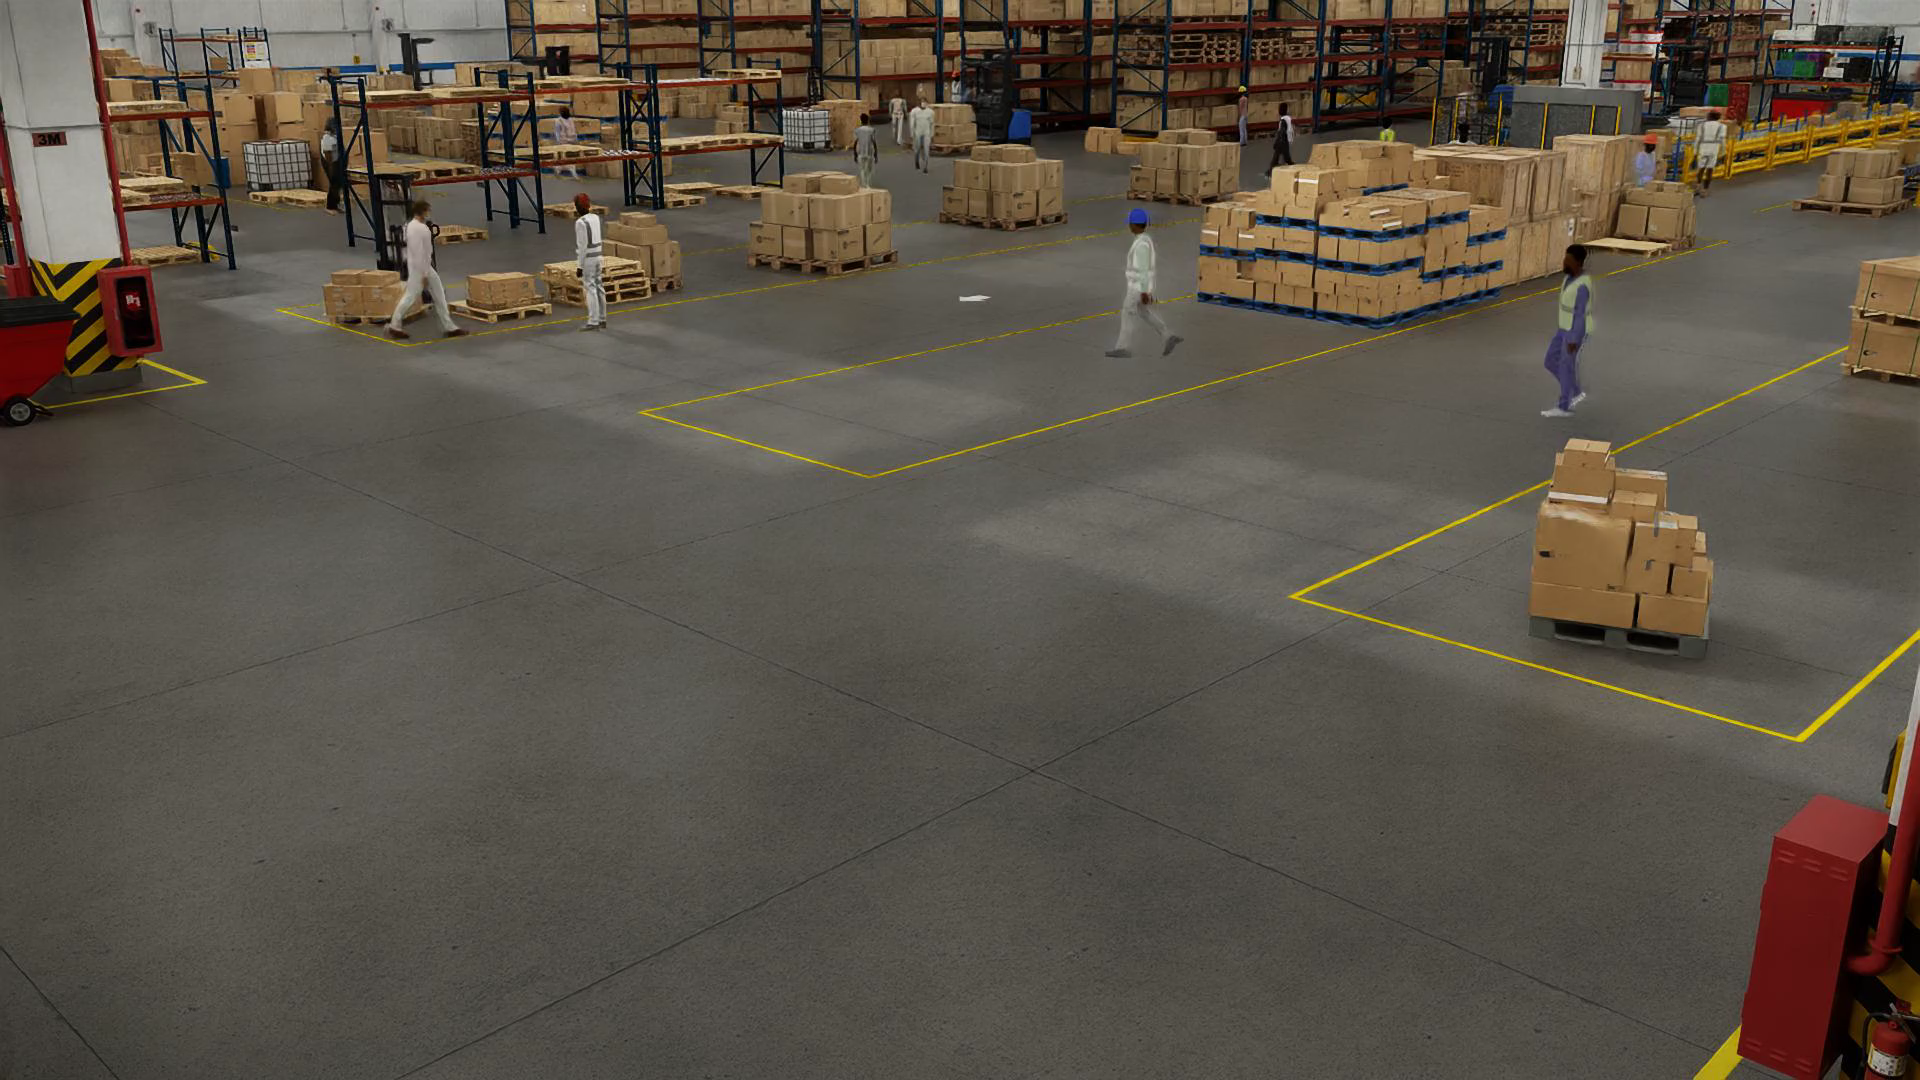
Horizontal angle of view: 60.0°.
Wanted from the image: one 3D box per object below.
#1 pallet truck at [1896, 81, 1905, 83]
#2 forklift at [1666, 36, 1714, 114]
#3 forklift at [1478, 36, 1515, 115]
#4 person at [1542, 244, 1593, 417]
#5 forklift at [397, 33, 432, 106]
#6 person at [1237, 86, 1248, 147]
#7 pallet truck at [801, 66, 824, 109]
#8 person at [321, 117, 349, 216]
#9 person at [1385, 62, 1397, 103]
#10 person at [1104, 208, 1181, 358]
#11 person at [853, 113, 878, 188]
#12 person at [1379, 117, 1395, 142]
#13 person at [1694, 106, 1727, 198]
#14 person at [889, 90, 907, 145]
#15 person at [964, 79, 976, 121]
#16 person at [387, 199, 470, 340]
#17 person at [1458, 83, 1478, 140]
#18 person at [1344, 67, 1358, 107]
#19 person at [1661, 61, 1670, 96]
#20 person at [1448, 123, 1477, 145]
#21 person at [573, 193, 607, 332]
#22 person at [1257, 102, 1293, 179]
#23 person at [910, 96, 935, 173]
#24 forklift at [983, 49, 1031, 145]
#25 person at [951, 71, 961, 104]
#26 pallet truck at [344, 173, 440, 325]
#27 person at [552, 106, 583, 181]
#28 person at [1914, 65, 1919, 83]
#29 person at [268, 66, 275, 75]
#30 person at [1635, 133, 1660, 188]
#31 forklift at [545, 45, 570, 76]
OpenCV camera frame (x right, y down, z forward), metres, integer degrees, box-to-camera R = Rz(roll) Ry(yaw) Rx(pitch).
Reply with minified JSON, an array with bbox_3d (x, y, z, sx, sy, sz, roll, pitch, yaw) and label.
[{"bbox_3d":[34.802,-16.331,61.455,0.653,1.274,1.630,17,25,41],"label":"pallet truck"},{"bbox_3d":[27.341,-17.291,61.877,1.129,2.768,1.873,17,25,41],"label":"forklift"},{"bbox_3d":[19.973,-17.201,61.605,1.873,2.768,1.129,16,24,40],"label":"forklift"},{"bbox_3d":[6.649,-2.275,18.156,0.448,1.905,0.626,1,18,4],"label":"person"},{"bbox_3d":[-21.918,-18.662,66.006,1.873,2.768,1.129,-5,19,-14],"label":"forklift"},{"bbox_3d":[8.396,-12.631,49.594,0.343,1.756,0.518,10,21,27],"label":"person"},{"bbox_3d":[-4.812,-15.182,56.903,0.823,1.965,1.885,-9,21,-26],"label":"pallet truck"},{"bbox_3d":[-12.965,-7.785,34.550,0.558,2.000,0.870,-4,19,-13],"label":"person"},{"bbox_3d":[15.746,-16.663,61.400,0.723,1.976,0.639,5,19,14],"label":"person"},{"bbox_3d":[2.346,-3.244,21.071,0.899,1.923,0.604,3,19,10],"label":"person"},{"bbox_3d":[-2.146,-8.759,37.795,0.563,1.836,0.844,0,18,-1],"label":"person"},{"bbox_3d":[9.884,-8.966,38.643,0.537,1.695,0.320,-17,25,-41],"label":"person"},{"bbox_3d":[16.883,-8.729,37.435,0.609,2.009,0.591,14,23,36],"label":"person"},{"bbox_3d":[-1.868,-12.767,50.256,0.516,1.596,0.850,2,18,5],"label":"person"},{"bbox_3d":[0.370,-13.104,50.831,1.042,1.873,0.640,-1,18,-4],"label":"person"},{"bbox_3d":[-7.231,-3.608,22.235,1.071,1.881,0.653,-2,18,-5],"label":"person"},{"bbox_3d":[14.893,-12.436,48.806,0.652,1.892,0.424,14,23,37],"label":"person"},{"bbox_3d":[15.265,-17.654,64.930,0.512,1.617,0.466,-6,19,-16],"label":"person"},{"bbox_3d":[29.995,-19.660,70.771,0.324,1.760,0.523,-3,19,-8],"label":"person"},{"bbox_3d":[10.043,-7.367,33.404,0.608,1.966,0.370,6,19,17],"label":"person"},{"bbox_3d":[-5.081,-3.802,22.791,0.354,1.887,0.572,5,19,15],"label":"person"},{"bbox_3d":[7.778,-9.708,40.590,0.979,1.871,0.619,4,19,13],"label":"person"},{"bbox_3d":[-0.964,-10.390,42.577,0.644,1.927,0.635,-4,19,-11],"label":"person"},{"bbox_3d":[1.128,-12.909,48.675,1.129,2.768,1.873,17,25,41],"label":"forklift"},{"bbox_3d":[-0.108,-14.595,55.244,0.542,1.928,0.374,17,25,42],"label":"person"},{"bbox_3d":[-8.209,-4.181,23.757,0.823,1.965,1.885,3,19,9],"label":"pallet truck"},{"bbox_3d":[-9.704,-9.733,40.801,0.920,1.803,0.615,7,20,21],"label":"person"},{"bbox_3d":[39.428,-18.874,68.244,0.655,1.863,0.964,-9,20,-26],"label":"person"},{"bbox_3d":[-24.347,-15.840,59.066,1.006,1.876,0.561,-10,21,-28],"label":"person"},{"bbox_3d":[13.037,-6.766,31.668,0.571,1.920,0.427,-14,23,-36],"label":"person"},{"bbox_3d":[-12.476,-14.003,51.971,1.873,2.768,1.129,6,19,17],"label":"forklift"}]
